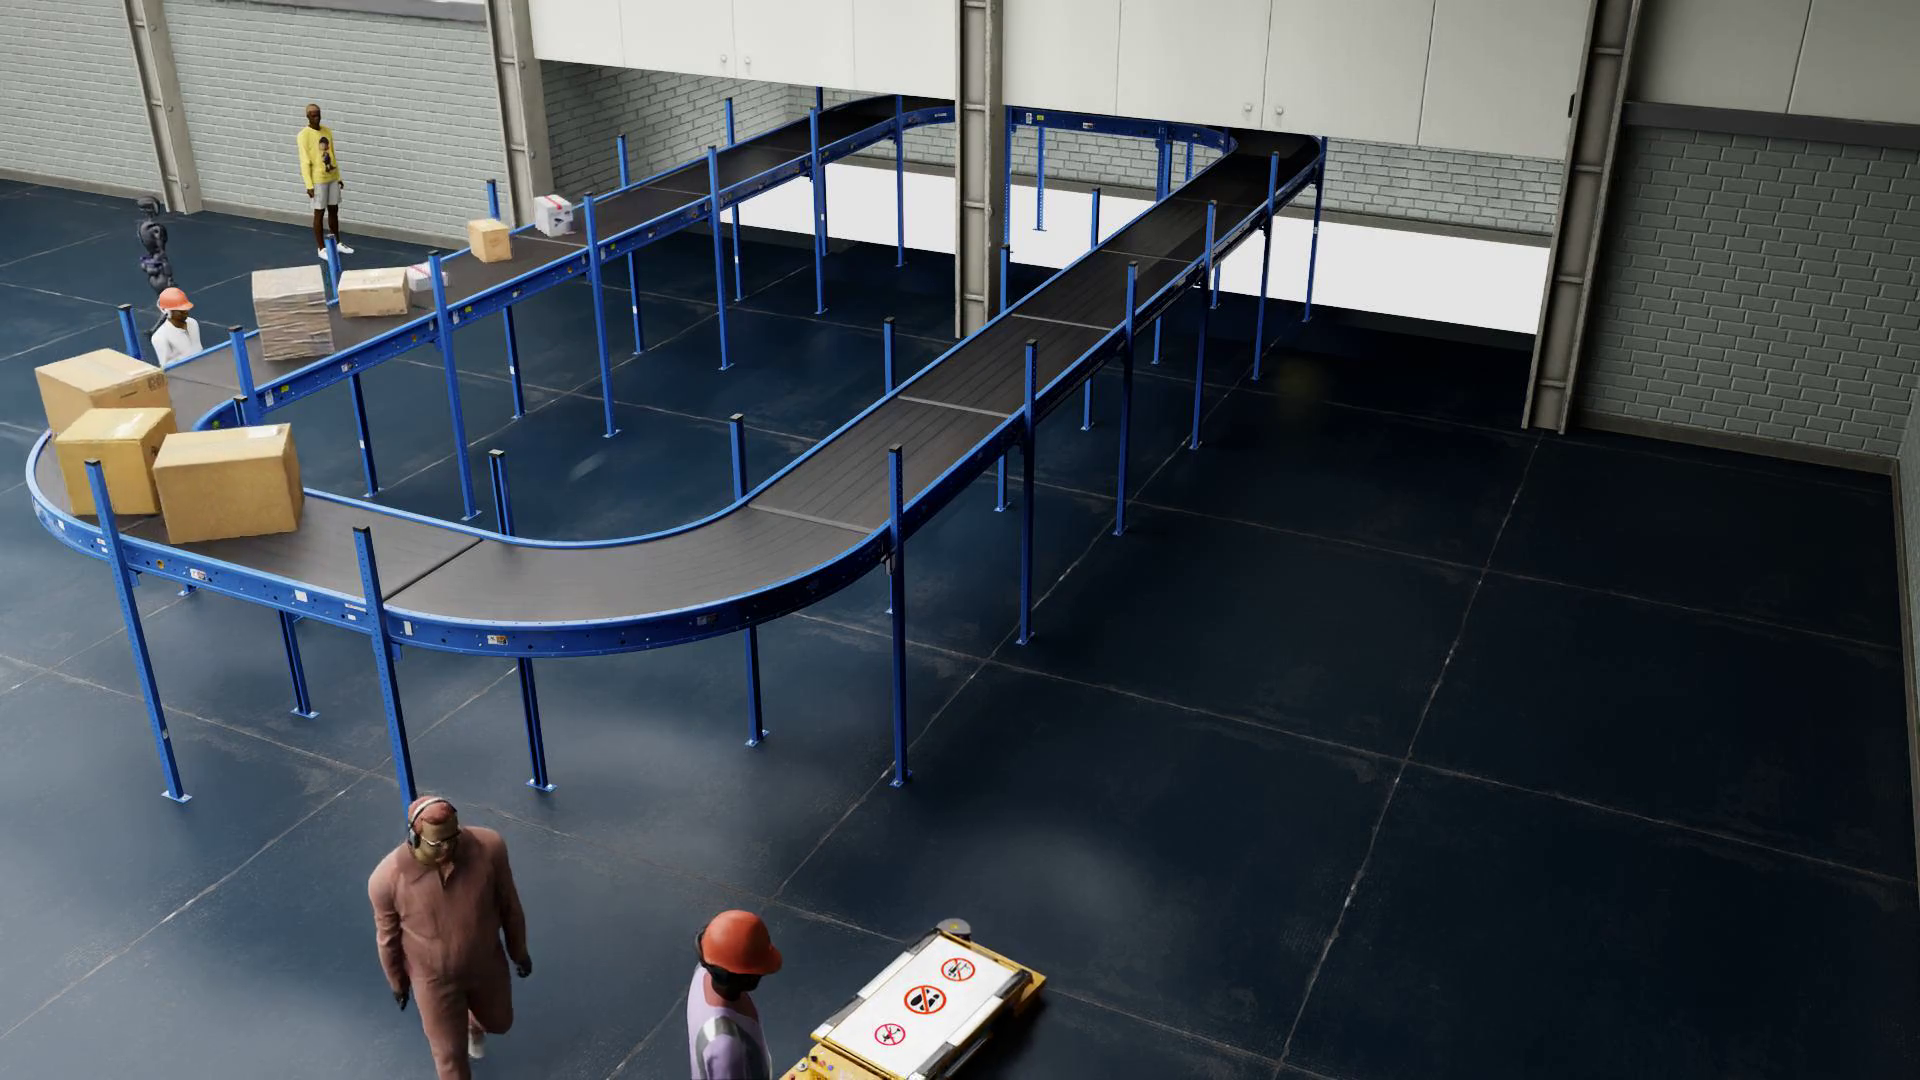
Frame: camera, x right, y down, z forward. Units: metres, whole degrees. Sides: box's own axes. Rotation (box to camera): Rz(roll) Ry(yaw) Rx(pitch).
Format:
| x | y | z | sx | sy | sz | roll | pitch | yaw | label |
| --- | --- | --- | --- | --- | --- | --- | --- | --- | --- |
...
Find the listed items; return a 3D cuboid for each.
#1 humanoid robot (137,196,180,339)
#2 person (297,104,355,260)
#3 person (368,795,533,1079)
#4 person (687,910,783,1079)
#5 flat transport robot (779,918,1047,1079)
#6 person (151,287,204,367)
| x | y | z | sx | sy | sz | roll | pitch | yaw | label |
| --- | --- | --- | --- | --- | --- | --- | --- | --- | --- |
| -8.482 | -2.808 | 17.548 | 0.394 | 1.638 | 0.613 | -20 | 33 | -34 | humanoid robot |
| -7.895 | -4.445 | 20.599 | 0.358 | 1.898 | 0.555 | 12 | 29 | 23 | person |
| -2.368 | 1.936 | 7.766 | 0.651 | 1.885 | 0.729 | -16 | 31 | -29 | person |
| -0.884 | 2.339 | 6.780 | 0.391 | 2.033 | 0.613 | -7 | 27 | -13 | person |
| -0.220 | 2.479 | 8.480 | 0.659 | 0.231 | 1.431 | 18 | 32 | 32 | flat transport robot |
| -6.726 | -1.362 | 14.550 | 0.323 | 1.751 | 0.560 | 4 | 27 | 7 | person |
